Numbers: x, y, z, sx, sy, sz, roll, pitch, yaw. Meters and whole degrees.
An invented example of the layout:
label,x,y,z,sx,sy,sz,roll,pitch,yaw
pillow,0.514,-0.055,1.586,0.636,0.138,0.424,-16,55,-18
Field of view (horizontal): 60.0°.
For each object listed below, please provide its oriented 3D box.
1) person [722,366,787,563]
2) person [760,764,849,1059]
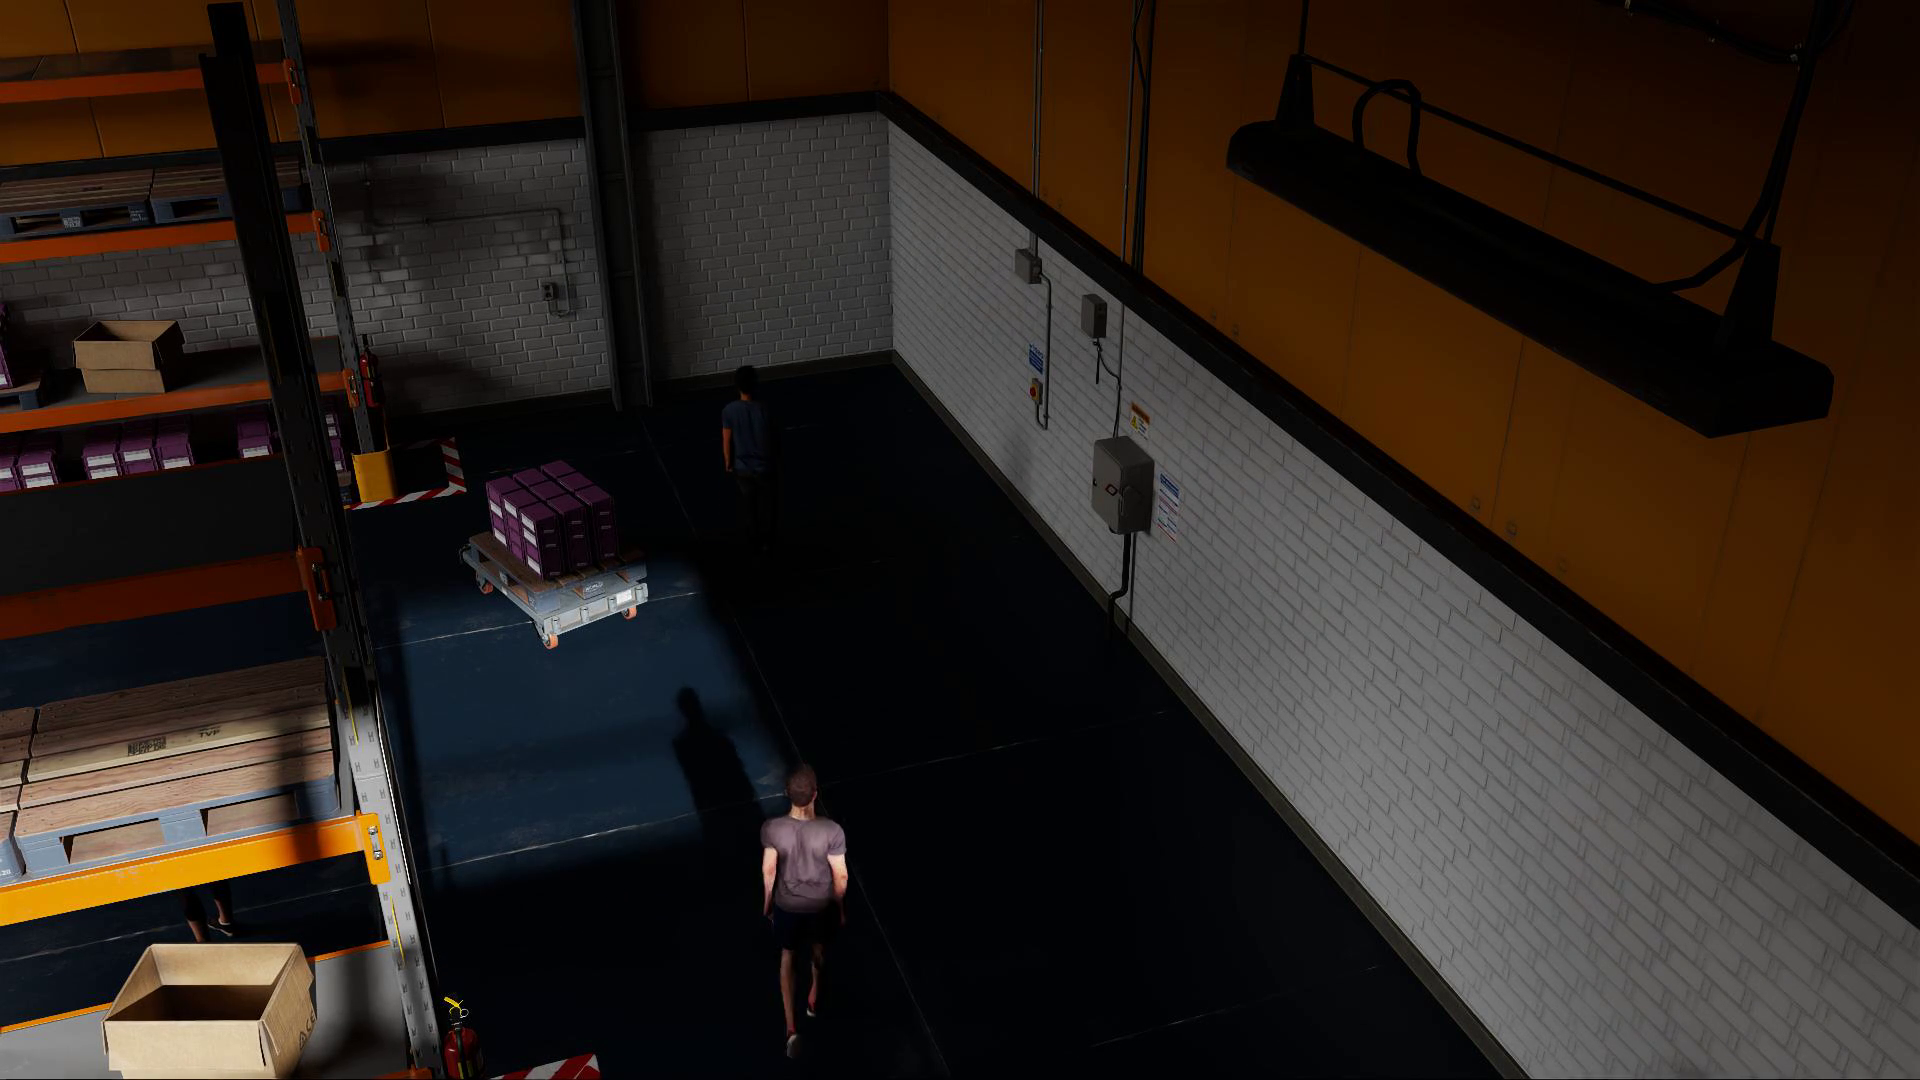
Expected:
label,x,y,z,sx,sy,sz,roll,pitch,yaw
person,-1.777,-0.609,14.373,0.692,1.799,0.838,0,29,0
person,-0.886,2.104,9.363,1.050,1.834,0.946,1,29,2
